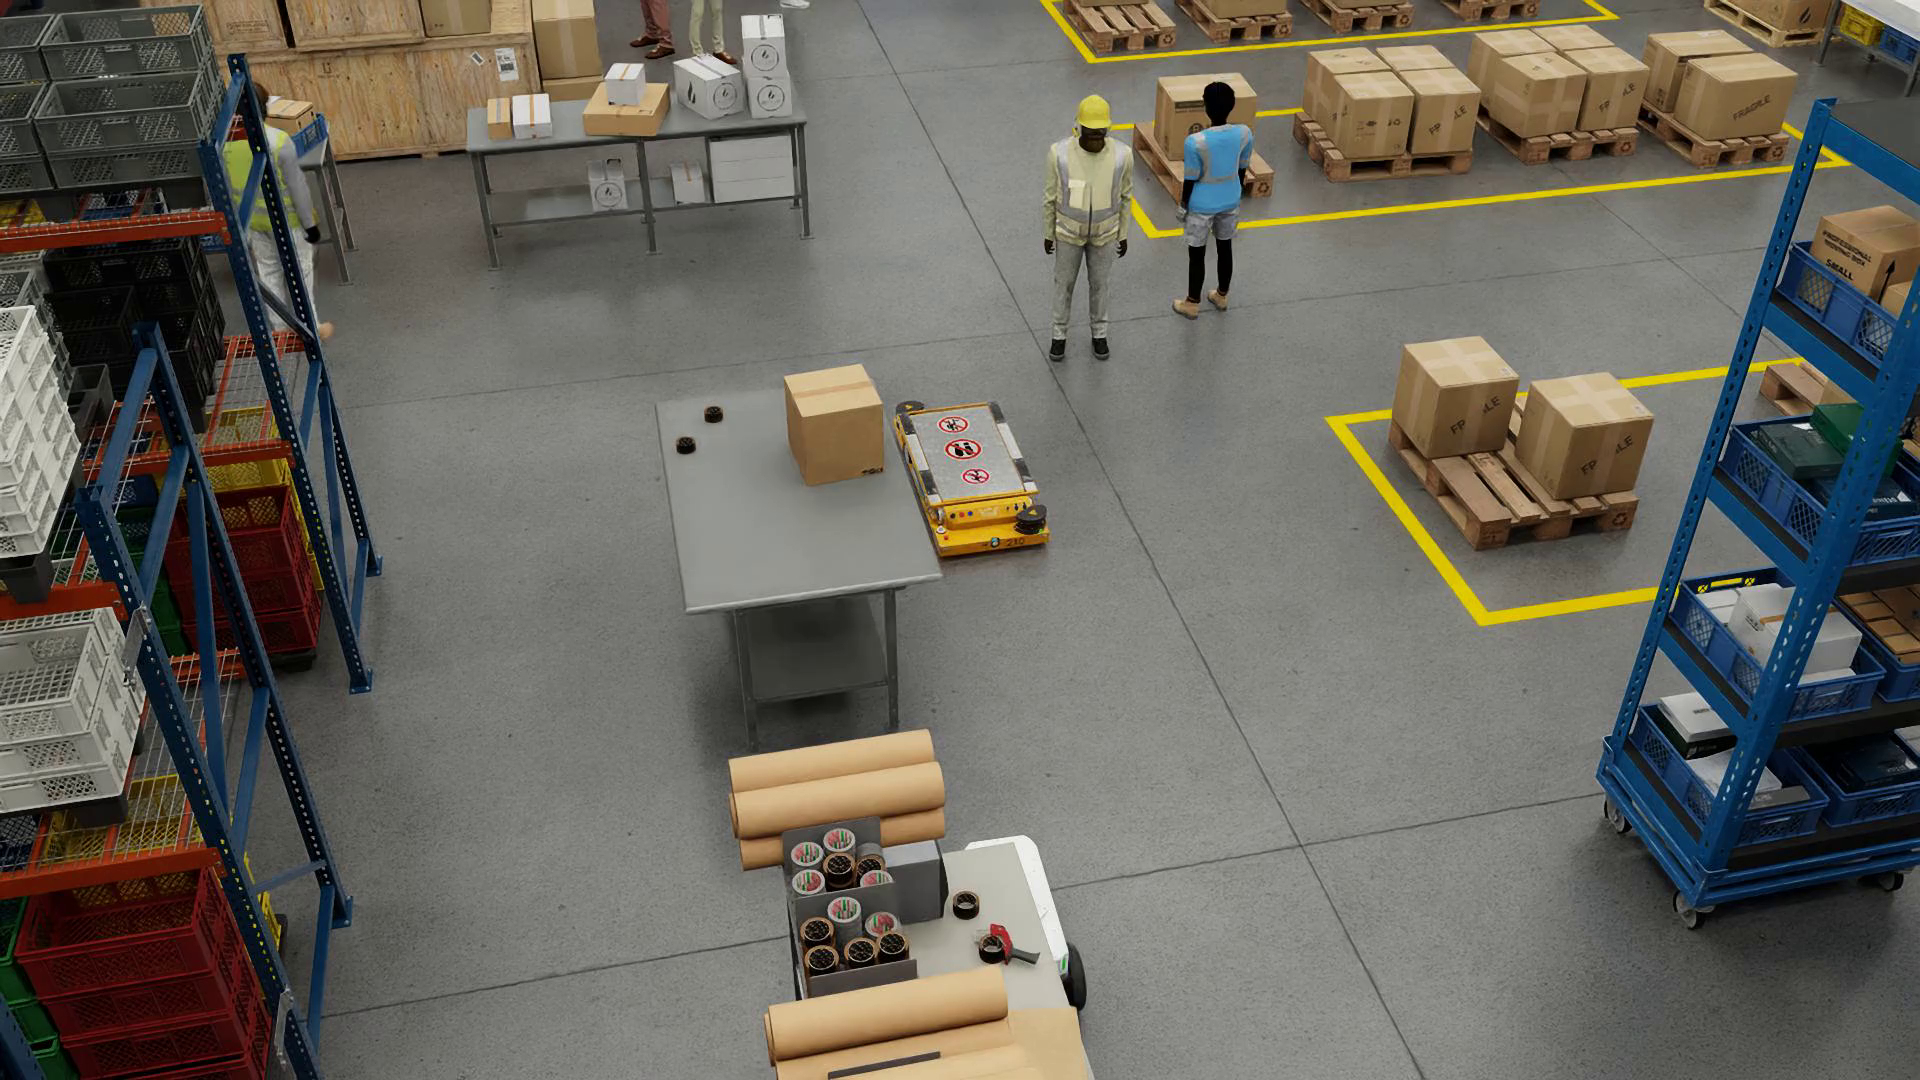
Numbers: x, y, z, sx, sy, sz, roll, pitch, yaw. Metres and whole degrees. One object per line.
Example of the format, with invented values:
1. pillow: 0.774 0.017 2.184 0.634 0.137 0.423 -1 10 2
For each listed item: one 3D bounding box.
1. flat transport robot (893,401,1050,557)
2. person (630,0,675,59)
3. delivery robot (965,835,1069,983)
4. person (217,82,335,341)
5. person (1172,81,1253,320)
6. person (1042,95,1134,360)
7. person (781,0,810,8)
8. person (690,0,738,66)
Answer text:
1. flat transport robot: 0.046 -0.430 10.108 0.652 0.197 1.431 -8 37 -10
2. person: -3.008 -5.502 15.581 0.397 1.899 0.635 -19 41 -24
3. delivery robot: 0.225 1.590 7.082 0.477 0.478 0.707 -6 37 -8
4. person: -4.594 -2.166 11.150 0.647 1.829 0.432 8 37 11
5. person: 1.735 -2.332 11.478 0.532 1.696 0.318 -16 39 -20
6. person: 0.835 -2.047 10.979 0.591 1.837 0.403 -1 37 -1
7. person: -1.747 -6.359 16.707 0.386 1.918 0.590 -3 37 -4
8. person: -2.337 -5.245 15.258 0.508 1.863 0.331 -28 45 -32
